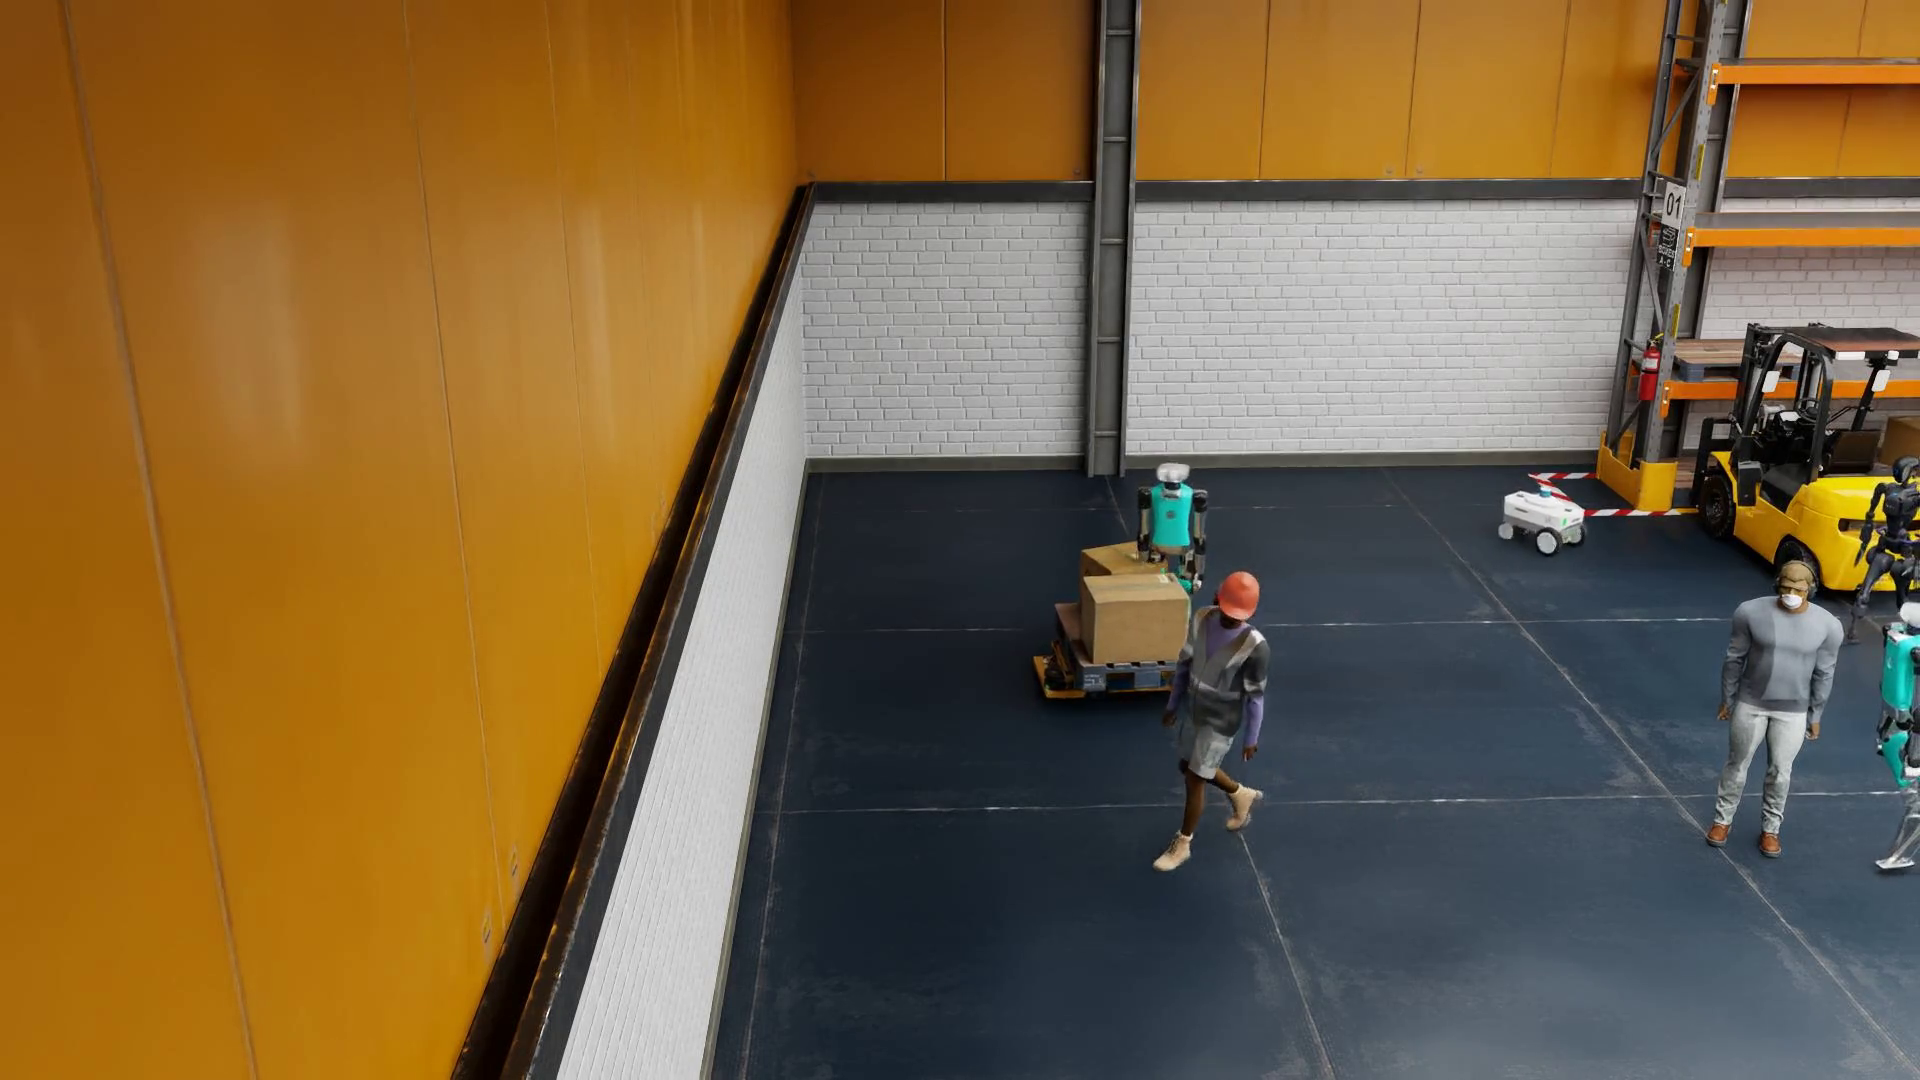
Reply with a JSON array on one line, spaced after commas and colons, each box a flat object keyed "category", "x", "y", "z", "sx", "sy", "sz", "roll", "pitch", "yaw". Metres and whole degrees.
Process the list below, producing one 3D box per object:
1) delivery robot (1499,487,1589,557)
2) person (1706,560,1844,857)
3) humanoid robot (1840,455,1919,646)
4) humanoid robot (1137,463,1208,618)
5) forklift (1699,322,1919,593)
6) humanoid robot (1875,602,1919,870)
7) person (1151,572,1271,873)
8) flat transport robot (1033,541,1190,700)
[{"category": "delivery robot", "x": 5.487, "y": -0.205, "z": 15.677, "sx": 0.499, "sy": 0.583, "sz": 0.765, "roll": -15, "pitch": 25, "yaw": -34}, {"category": "person", "x": 5.046, "y": 1.036, "z": 10.337, "sx": 0.630, "sy": 1.940, "sz": 0.372, "roll": 10, "pitch": 22, "yaw": 24}, {"category": "humanoid robot", "x": 7.526, "y": 0.103, "z": 13.348, "sx": 0.801, "sy": 1.649, "sz": 0.616, "roll": -9, "pitch": 22, "yaw": -22}, {"category": "humanoid robot", "x": 1.656, "y": 0.244, "z": 12.918, "sx": 0.531, "sy": 1.885, "sz": 0.728, "roll": 5, "pitch": 21, "yaw": 13}, {"category": "forklift", "x": 7.809, "y": -0.792, "z": 14.926, "sx": 1.214, "sy": 2.155, "sz": 2.313, "roll": -1, "pitch": 20, "yaw": -2}, {"category": "humanoid robot", "x": 5.873, "y": 1.292, "z": 10.087, "sx": 0.710, "sy": 1.904, "sz": 0.553, "roll": 2, "pitch": 20, "yaw": 6}, {"category": "person", "x": 1.584, "y": 1.081, "z": 10.175, "sx": 0.810, "sy": 1.982, "sz": 0.638, "roll": -11, "pitch": 23, "yaw": -28}, {"category": "flat transport robot", "x": 1.323, "y": 0.988, "z": 12.873, "sx": 1.431, "sy": 0.231, "sz": 0.659, "roll": -2, "pitch": 20, "yaw": -6}]
